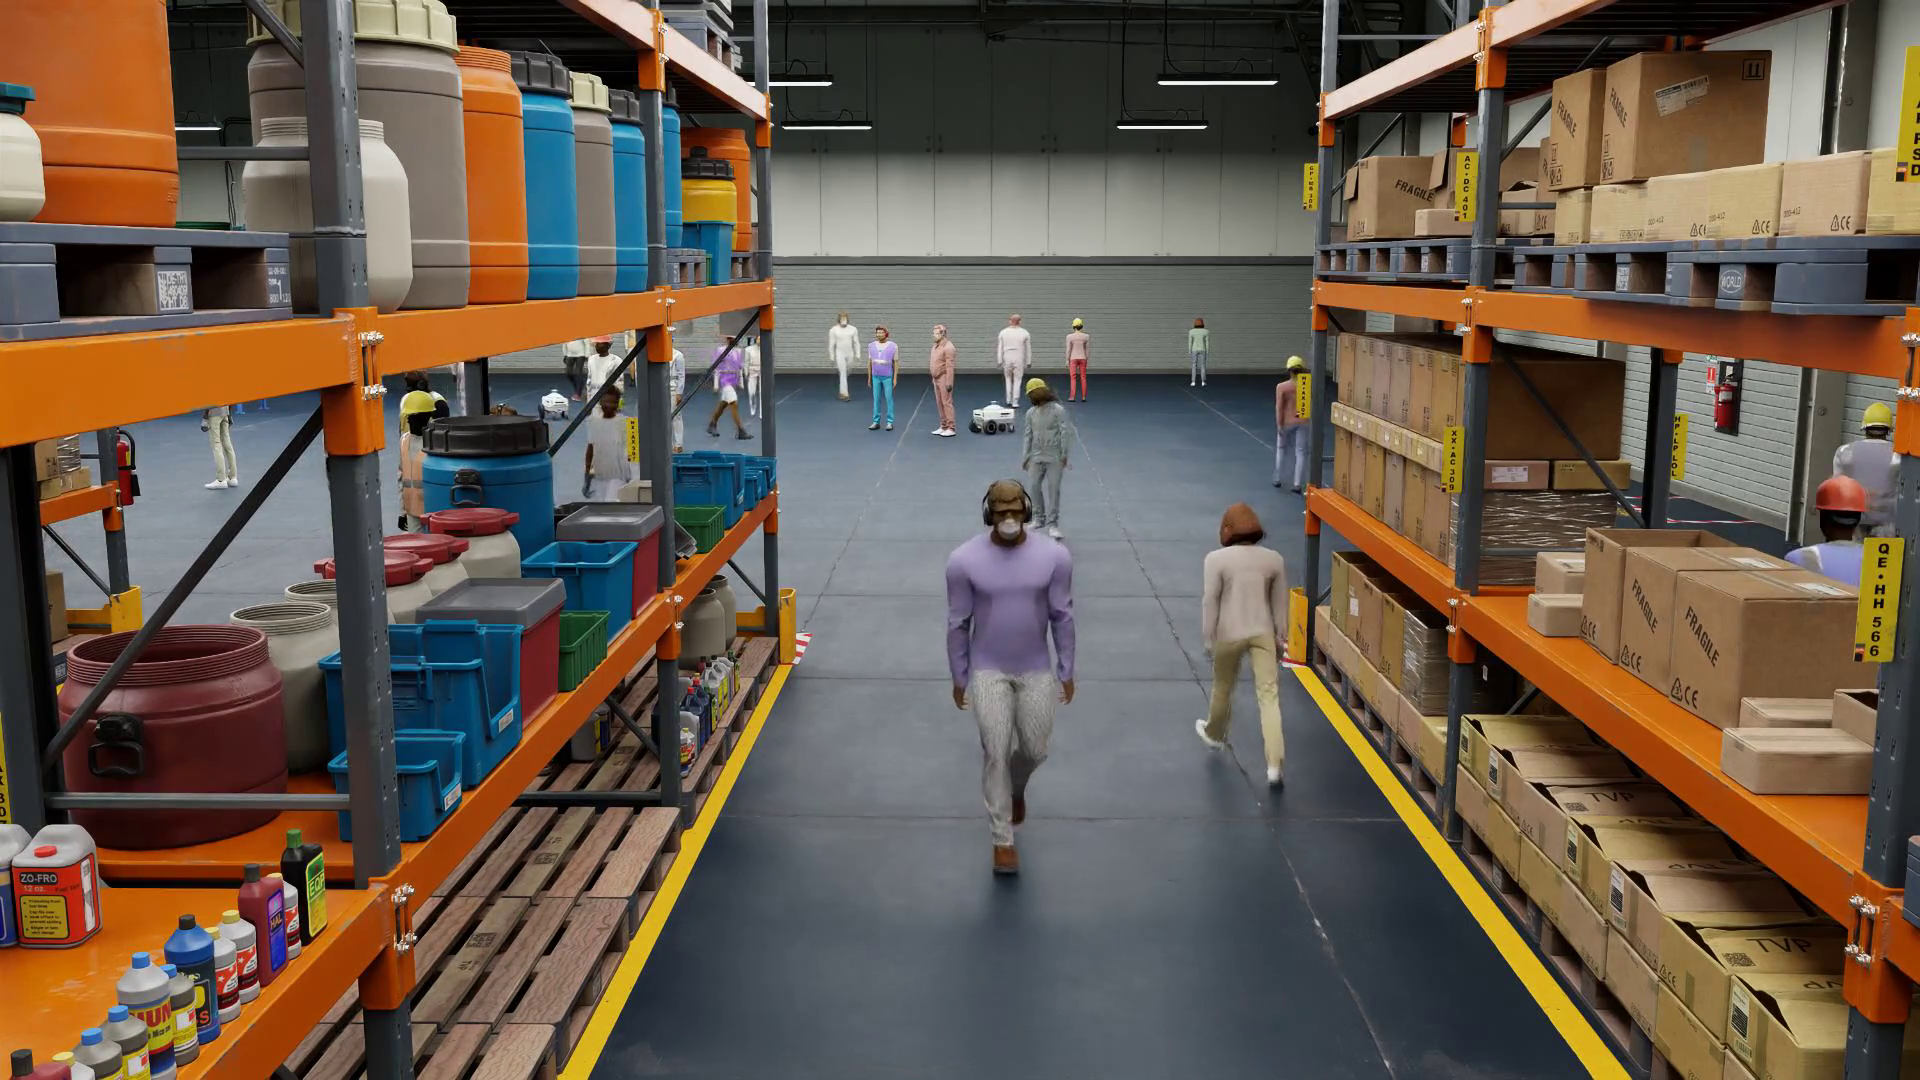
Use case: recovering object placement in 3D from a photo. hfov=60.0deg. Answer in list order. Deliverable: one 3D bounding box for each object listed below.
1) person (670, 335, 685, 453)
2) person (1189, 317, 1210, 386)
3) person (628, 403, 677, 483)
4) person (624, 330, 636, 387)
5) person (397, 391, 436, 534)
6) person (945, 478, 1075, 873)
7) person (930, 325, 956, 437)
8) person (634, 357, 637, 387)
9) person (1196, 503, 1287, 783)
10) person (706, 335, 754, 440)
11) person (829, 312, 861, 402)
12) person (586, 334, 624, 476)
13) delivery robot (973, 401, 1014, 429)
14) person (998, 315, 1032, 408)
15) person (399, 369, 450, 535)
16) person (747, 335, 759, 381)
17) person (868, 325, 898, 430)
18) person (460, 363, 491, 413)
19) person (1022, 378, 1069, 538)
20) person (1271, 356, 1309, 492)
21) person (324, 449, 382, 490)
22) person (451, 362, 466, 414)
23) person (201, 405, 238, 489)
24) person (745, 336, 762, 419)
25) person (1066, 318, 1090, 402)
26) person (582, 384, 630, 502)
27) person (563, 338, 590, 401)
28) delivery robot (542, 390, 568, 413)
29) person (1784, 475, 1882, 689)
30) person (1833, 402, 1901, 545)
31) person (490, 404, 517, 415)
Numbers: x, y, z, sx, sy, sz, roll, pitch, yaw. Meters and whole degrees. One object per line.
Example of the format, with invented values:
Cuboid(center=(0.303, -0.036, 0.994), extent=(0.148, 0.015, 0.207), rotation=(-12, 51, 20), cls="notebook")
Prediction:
Cuboid(center=(-4.475, -2.274, 25.541), extent=(0.605, 1.948, 0.391), rotation=(7, 12, 36), cls="person")
Cuboid(center=(5.733, -4.516, 39.909), extent=(0.500, 1.635, 0.287), rotation=(1, 10, 8), cls="person")
Cuboid(center=(-2.611, -0.348, 14.538), extent=(0.744, 1.773, 0.643), rotation=(5, 11, 27), cls="person")
Cuboid(center=(-7.740, -4.641, 39.746), extent=(0.543, 1.939, 0.362), rotation=(-2, 10, -11), cls="person")
Cuboid(center=(-4.326, -0.248, 13.468), extent=(0.587, 1.927, 0.365), rotation=(5, 11, 26), cls="person")
Cuboid(center=(0.238, 0.632, 8.229), extent=(0.640, 1.918, 0.678), rotation=(-1, 10, -6), cls="person")
Cuboid(center=(-0.309, -2.721, 28.416), extent=(0.410, 1.895, 0.657), rotation=(-4, 10, -24), cls="person")
Cuboid(center=(-4.739, -2.276, 25.581), extent=(0.544, 1.939, 0.372), rotation=(7, 12, 35), cls="person")
Cuboid(center=(1.654, 0.570, 9.700), extent=(0.513, 1.542, 0.986), rotation=(-1, 10, -8), cls="person")
Cuboid(center=(-3.933, -2.653, 28.065), extent=(1.033, 1.883, 0.550), rotation=(5, 11, 29), cls="person")
Cuboid(center=(-2.496, -3.938, 35.685), extent=(0.641, 1.903, 0.988), rotation=(-4, 10, -23), cls="person")
Cuboid(center=(-4.910, -1.889, 22.944), extent=(0.608, 2.047, 0.366), rotation=(5, 11, 27), cls="person")
Cuboid(center=(0.588, -2.170, 28.930), extent=(0.707, 0.478, 0.477), rotation=(-7, 12, -35), cls="delivery robot")
Cuboid(center=(1.140, -3.656, 34.010), extent=(0.680, 1.877, 0.812), rotation=(2, 10, 11), cls="person")
Cuboid(center=(-5.710, -0.906, 17.687), extent=(0.624, 1.838, 0.430), rotation=(5, 11, 27), cls="person")
Cuboid(center=(-5.156, -4.837, 41.648), extent=(0.317, 1.695, 0.540), rotation=(6, 11, 31), cls="person")
Cuboid(center=(-1.363, -2.876, 29.453), extent=(0.569, 1.845, 0.384), rotation=(3, 10, 19), cls="person")
Cuboid(center=(-6.846, -1.921, 23.816), extent=(0.643, 1.822, 0.631), rotation=(-2, 10, -12), cls="person")
Cuboid(center=(0.940, -0.904, 18.063), extent=(0.587, 1.702, 0.449), rotation=(6, 11, 32), cls="person")
Cuboid(center=(4.320, -1.512, 21.617), extent=(0.541, 1.733, 0.818), rotation=(-1, 9, -4), cls="person")
Cuboid(center=(-6.068, -0.639, 16.593), extent=(0.532, 1.670, 0.760), rotation=(-6, 11, -32), cls="person")
Cuboid(center=(-9.131, -3.146, 30.885), extent=(0.605, 1.900, 0.710), rotation=(-3, 10, -15), cls="person")
Cuboid(center=(-9.763, -1.616, 21.838), extent=(0.309, 1.868, 0.534), rotation=(2, 10, 14), cls="person")
Cuboid(center=(-3.807, -3.111, 31.485), extent=(0.542, 1.625, 0.373), rotation=(-2, 10, -10), cls="person")
Cuboid(center=(2.501, -3.828, 35.386), extent=(0.525, 1.772, 0.309), rotation=(-2, 10, -14), cls="person")
Cuboid(center=(-3.299, -0.592, 15.859), extent=(0.522, 1.832, 0.814), rotation=(4, 10, 21), cls="person")
Cuboid(center=(-8.205, -3.959, 35.548), extent=(0.634, 1.975, 0.453), rotation=(2, 10, 14), cls="person")
Cuboid(center=(-7.688, -2.609, 31.560), extent=(0.477, 0.478, 0.707), rotation=(-5, 11, -28), cls="delivery robot")
Cuboid(center=(4.307, 0.617, 8.387), extent=(0.549, 1.899, 0.924), rotation=(0, 9, -1), cls="person")
Cuboid(center=(7.322, -0.187, 13.371), extent=(0.599, 1.836, 0.404), rotation=(6, 11, 34), cls="person")
Cuboid(center=(-3.577, -0.158, 13.175), extent=(0.336, 1.845, 0.513), rotation=(-1, 9, -3), cls="person")
